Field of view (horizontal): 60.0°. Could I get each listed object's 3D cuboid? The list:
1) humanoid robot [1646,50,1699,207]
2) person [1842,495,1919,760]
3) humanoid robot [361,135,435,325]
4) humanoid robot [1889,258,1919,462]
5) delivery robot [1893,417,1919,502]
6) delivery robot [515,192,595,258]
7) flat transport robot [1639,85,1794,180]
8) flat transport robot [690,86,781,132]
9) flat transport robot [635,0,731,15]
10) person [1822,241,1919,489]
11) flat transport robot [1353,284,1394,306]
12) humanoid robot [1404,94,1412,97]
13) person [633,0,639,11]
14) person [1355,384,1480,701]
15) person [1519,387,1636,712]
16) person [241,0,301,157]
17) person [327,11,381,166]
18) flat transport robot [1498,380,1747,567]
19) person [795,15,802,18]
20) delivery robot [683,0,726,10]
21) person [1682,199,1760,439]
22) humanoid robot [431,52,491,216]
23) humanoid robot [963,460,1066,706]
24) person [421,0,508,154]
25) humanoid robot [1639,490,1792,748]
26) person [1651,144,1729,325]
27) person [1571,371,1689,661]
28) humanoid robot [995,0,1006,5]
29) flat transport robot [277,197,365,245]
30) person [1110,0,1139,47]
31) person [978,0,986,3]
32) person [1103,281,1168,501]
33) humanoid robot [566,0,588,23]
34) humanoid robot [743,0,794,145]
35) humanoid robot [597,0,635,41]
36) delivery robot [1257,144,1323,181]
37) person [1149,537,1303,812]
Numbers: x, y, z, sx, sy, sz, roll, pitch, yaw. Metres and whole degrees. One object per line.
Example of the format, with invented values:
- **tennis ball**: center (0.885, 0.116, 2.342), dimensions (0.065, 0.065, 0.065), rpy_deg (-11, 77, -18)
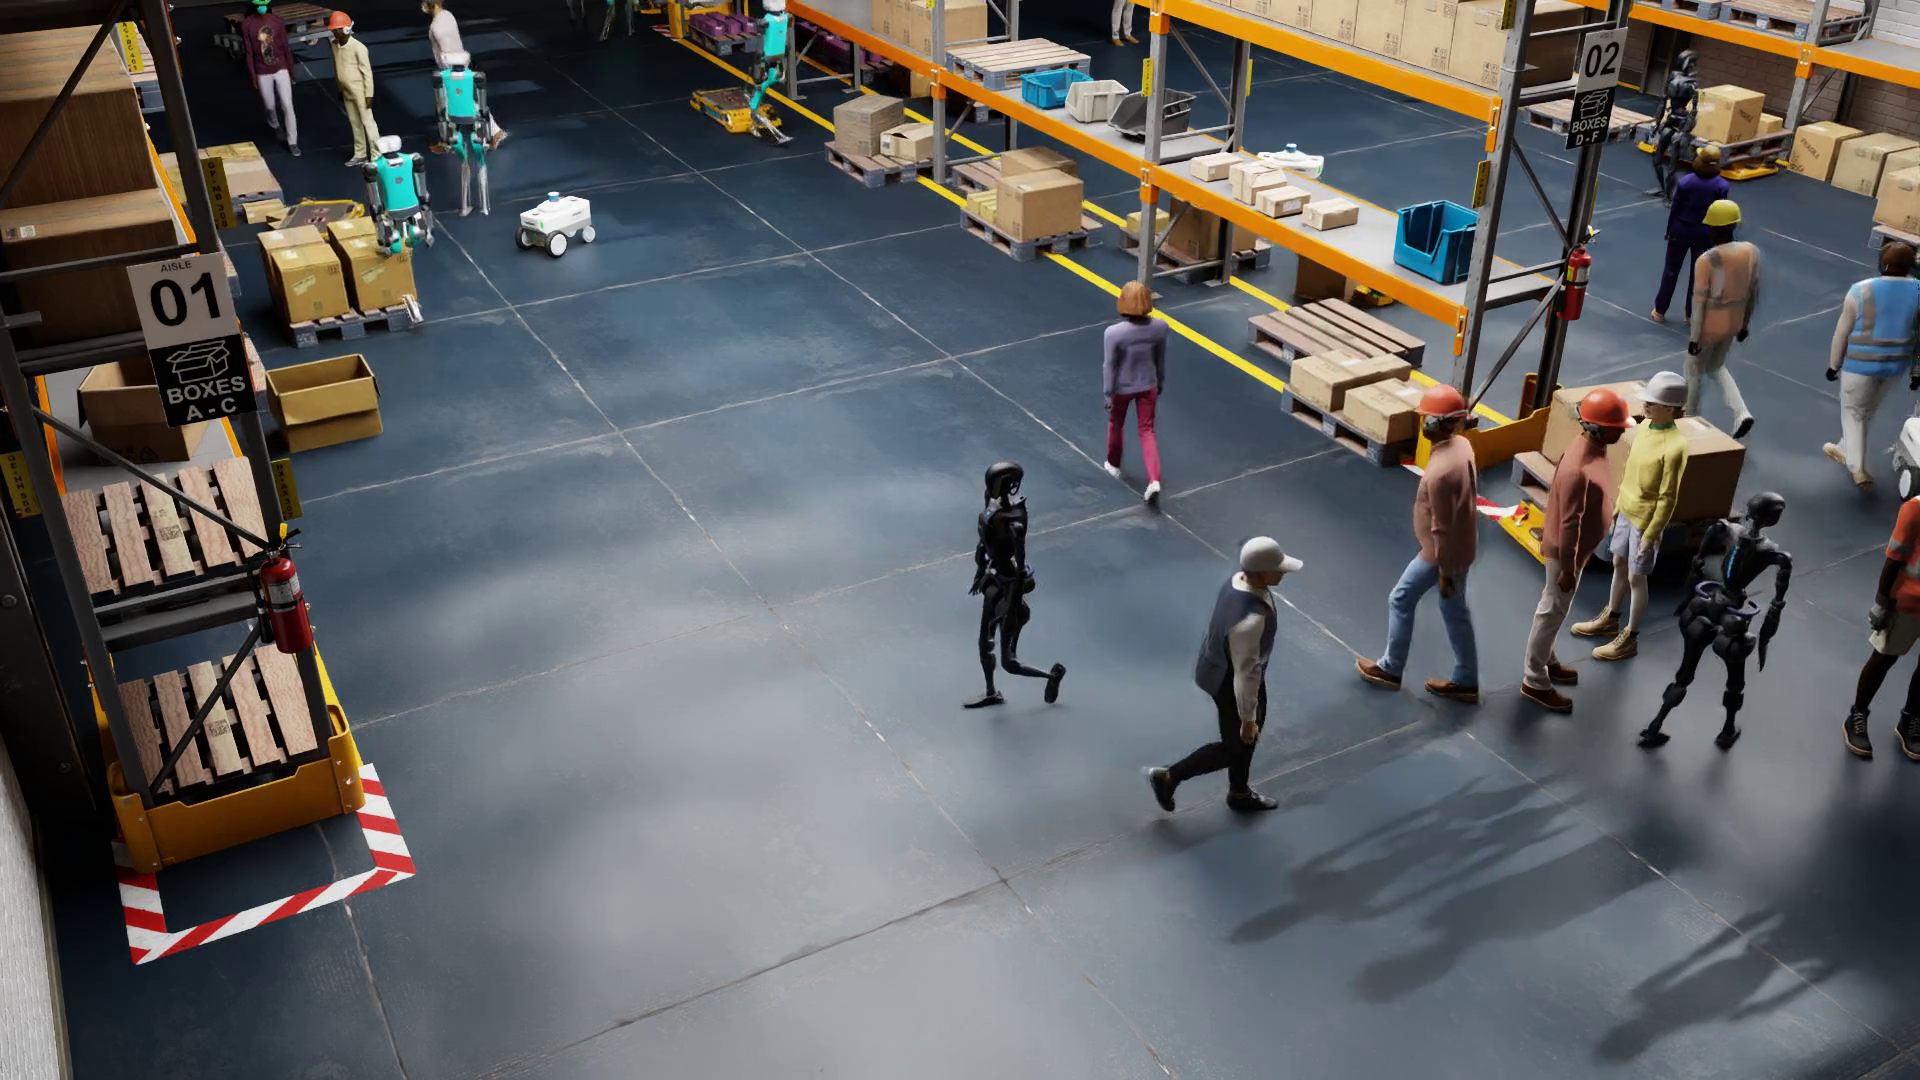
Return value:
- **humanoid robot**: center (7.603, -4.368, 17.606), dimensions (0.396, 1.643, 0.599), rpy_deg (-7, 31, -12)
- **person**: center (5.329, 0.341, 9.128), dimensions (0.606, 1.959, 0.372), rpy_deg (4, 30, 8)
- **humanoid robot**: center (-4.962, -2.757, 14.725), dimensions (0.550, 1.738, 0.980), rpy_deg (-19, 35, -29)
- **humanoid robot**: center (7.276, -1.359, 12.338), dimensions (0.691, 1.821, 0.539), rpy_deg (-10, 31, -17)
- **delivery robot**: center (7.141, -0.591, 12.152), dimensions (0.499, 0.595, 0.783), rpy_deg (6, 30, 10)
- **delivery robot**: center (-4.047, -3.180, 16.653), dimensions (0.499, 0.589, 0.782), rpy_deg (19, 35, 29)
- **flat transport robot**: center (8.623, -4.453, 19.162), dimensions (0.659, 0.231, 1.431), rpy_deg (-15, 33, -25)
- **flat transport robot**: center (-2.819, -5.391, 20.794), dimensions (0.659, 0.231, 1.431), rpy_deg (-15, 33, -25)
- **flat transport robot**: center (-4.365, -8.471, 26.156), dimensions (1.431, 0.231, 0.659), rpy_deg (-10, 31, -17)
- **person**: center (6.655, -1.246, 12.055), dimensions (0.639, 1.799, 0.797), rpy_deg (0, 30, 0)
- **flat transport robot**: center (4.251, -2.554, 15.855), dimensions (1.431, 0.231, 0.659), rpy_deg (-19, 35, -29)
- **humanoid robot**: center (5.918, -6.412, 21.113), dimensions (0.859, 1.786, 0.539), rpy_deg (1, 30, 2)
- **person**: center (-4.944, -9.174, 25.803), dimensions (0.624, 1.843, 0.429), rpy_deg (-14, 33, -22)
- **person**: center (2.764, 0.042, 9.655), dimensions (0.859, 1.942, 0.638), rpy_deg (19, 35, 29)
- **person**: center (3.549, 0.037, 9.616), dimensions (0.376, 1.995, 0.610), rpy_deg (13, 32, 22)
- **person**: center (-7.999, -5.480, 19.296), dimensions (0.518, 1.922, 0.814), rpy_deg (-14, 33, -23)
- **person**: center (-6.831, -5.057, 18.721), dimensions (0.563, 1.752, 0.336), rpy_deg (19, 35, 30)
- **flat transport robot**: center (4.573, -0.107, 11.596), dimensions (1.431, 0.231, 0.659), rpy_deg (-7, 31, -13)
- **person**: center (-2.349, -8.829, 25.208), dimensions (0.558, 1.830, 0.636), rpy_deg (-10, 31, -17)
- **delivery robot**: center (-3.973, -8.323, 25.626), dimensions (0.812, 0.609, 0.499), rpy_deg (-20, 35, -31)
- **person**: center (5.764, -1.619, 12.607), dimensions (0.599, 1.891, 0.681), rpy_deg (-13, 32, -22)
- **humanoid robot**: center (-5.100, -4.223, 17.279), dimensions (0.553, 1.780, 0.738), rpy_deg (-4, 30, -6)
- **humanoid robot**: center (0.319, 0.255, 9.550), dimensions (0.563, 1.638, 0.591), rpy_deg (-12, 32, -19)
- **person**: center (-5.778, -5.385, 19.151), dimensions (0.870, 1.903, 0.630), rpy_deg (1, 30, 1)
- **humanoid robot**: center (4.231, 0.449, 9.258), dimensions (0.595, 1.658, 0.592), rpy_deg (-20, 35, -31)
- **person**: center (6.505, -2.711, 14.764), dimensions (0.460, 1.624, 0.319), rpy_deg (10, 31, 17)
- **person**: center (4.111, -0.144, 10.036), dimensions (0.385, 1.891, 0.470), rpy_deg (-4, 30, -6)
- **humanoid robot**: center (0.515, -9.264, 26.133), dimensions (0.563, 1.634, 0.589), rpy_deg (-5, 30, -9)
- **flat transport robot**: center (-6.535, -3.185, 16.953), dimensions (0.659, 0.231, 1.431), rpy_deg (-4, 30, -7)
- **person**: center (2.410, -8.060, 23.810), dimensions (0.584, 1.894, 0.373), rpy_deg (-24, 37, -35)
- **person**: center (0.135, -6.761, 21.544), dimensions (0.410, 1.902, 0.638), rpy_deg (-14, 33, -23)
- **person**: center (1.265, -1.072, 11.937), dimensions (0.507, 1.599, 0.805), rpy_deg (-7, 31, -11)
- **humanoid robot**: center (-5.896, -8.673, 25.106), dimensions (0.609, 1.648, 0.308), rpy_deg (-7, 31, -12)
- **humanoid robot**: center (-2.364, -5.501, 19.510), dimensions (1.015, 1.726, 0.535), rpy_deg (23, 37, 34)
- **humanoid robot**: center (-5.021, -8.176, 24.234), dimensions (0.532, 1.817, 0.839), rpy_deg (9, 31, 14)
- **delivery robot**: center (3.540, -3.995, 18.097), dimensions (0.785, 0.614, 0.516), rpy_deg (7, 31, 11)
- **person**: center (1.386, 0.733, 8.668), dimensions (0.640, 1.736, 0.763), rpy_deg (4, 30, 6)
